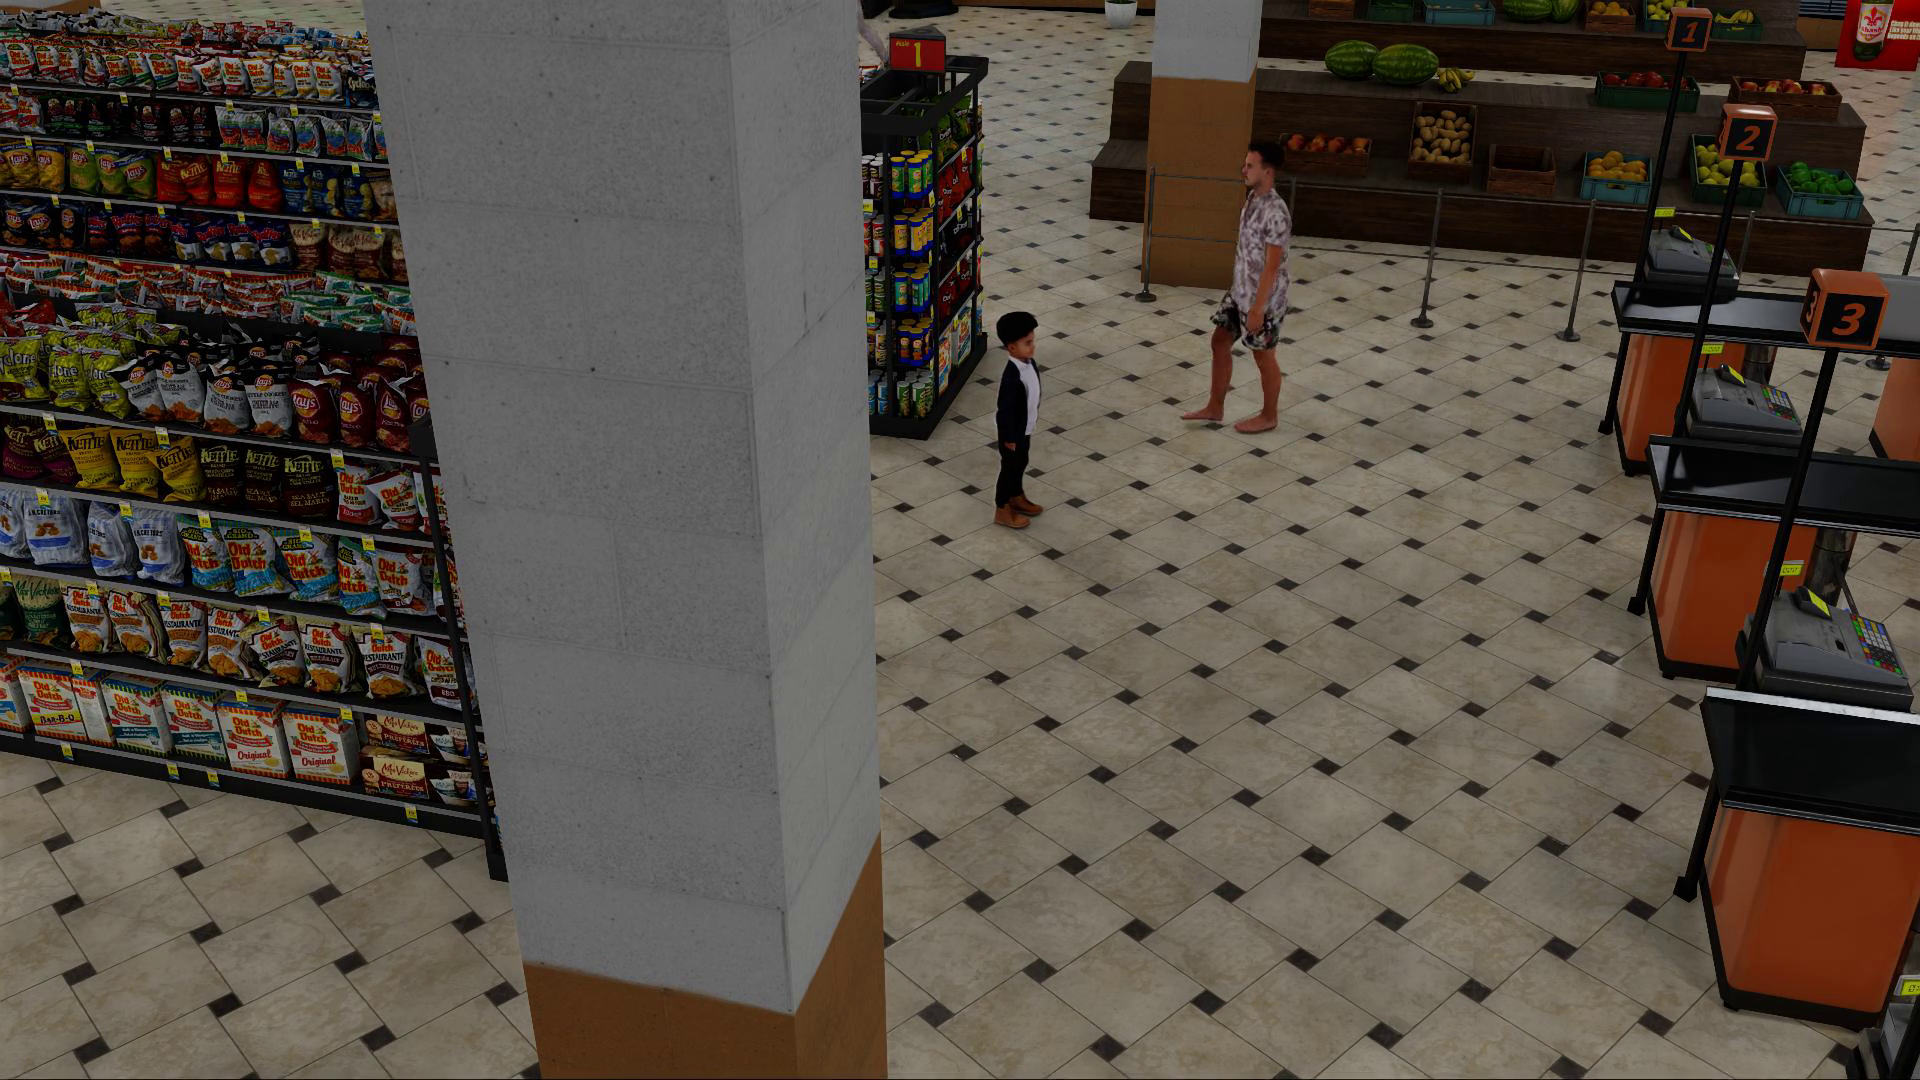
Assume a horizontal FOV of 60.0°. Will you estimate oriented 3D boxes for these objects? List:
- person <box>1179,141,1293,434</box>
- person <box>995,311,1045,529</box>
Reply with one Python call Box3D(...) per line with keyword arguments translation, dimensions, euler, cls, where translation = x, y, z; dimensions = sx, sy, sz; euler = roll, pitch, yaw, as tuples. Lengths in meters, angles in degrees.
Box3D(translation=(1.867, -1.490, 9.966), dimensions=(0.971, 1.799, 0.887), euler=(-6, 29, -10), cls="person")
Box3D(translation=(0.303, -0.665, 9.055), dimensions=(0.517, 1.223, 0.527), euler=(12, 31, 21), cls="person")
